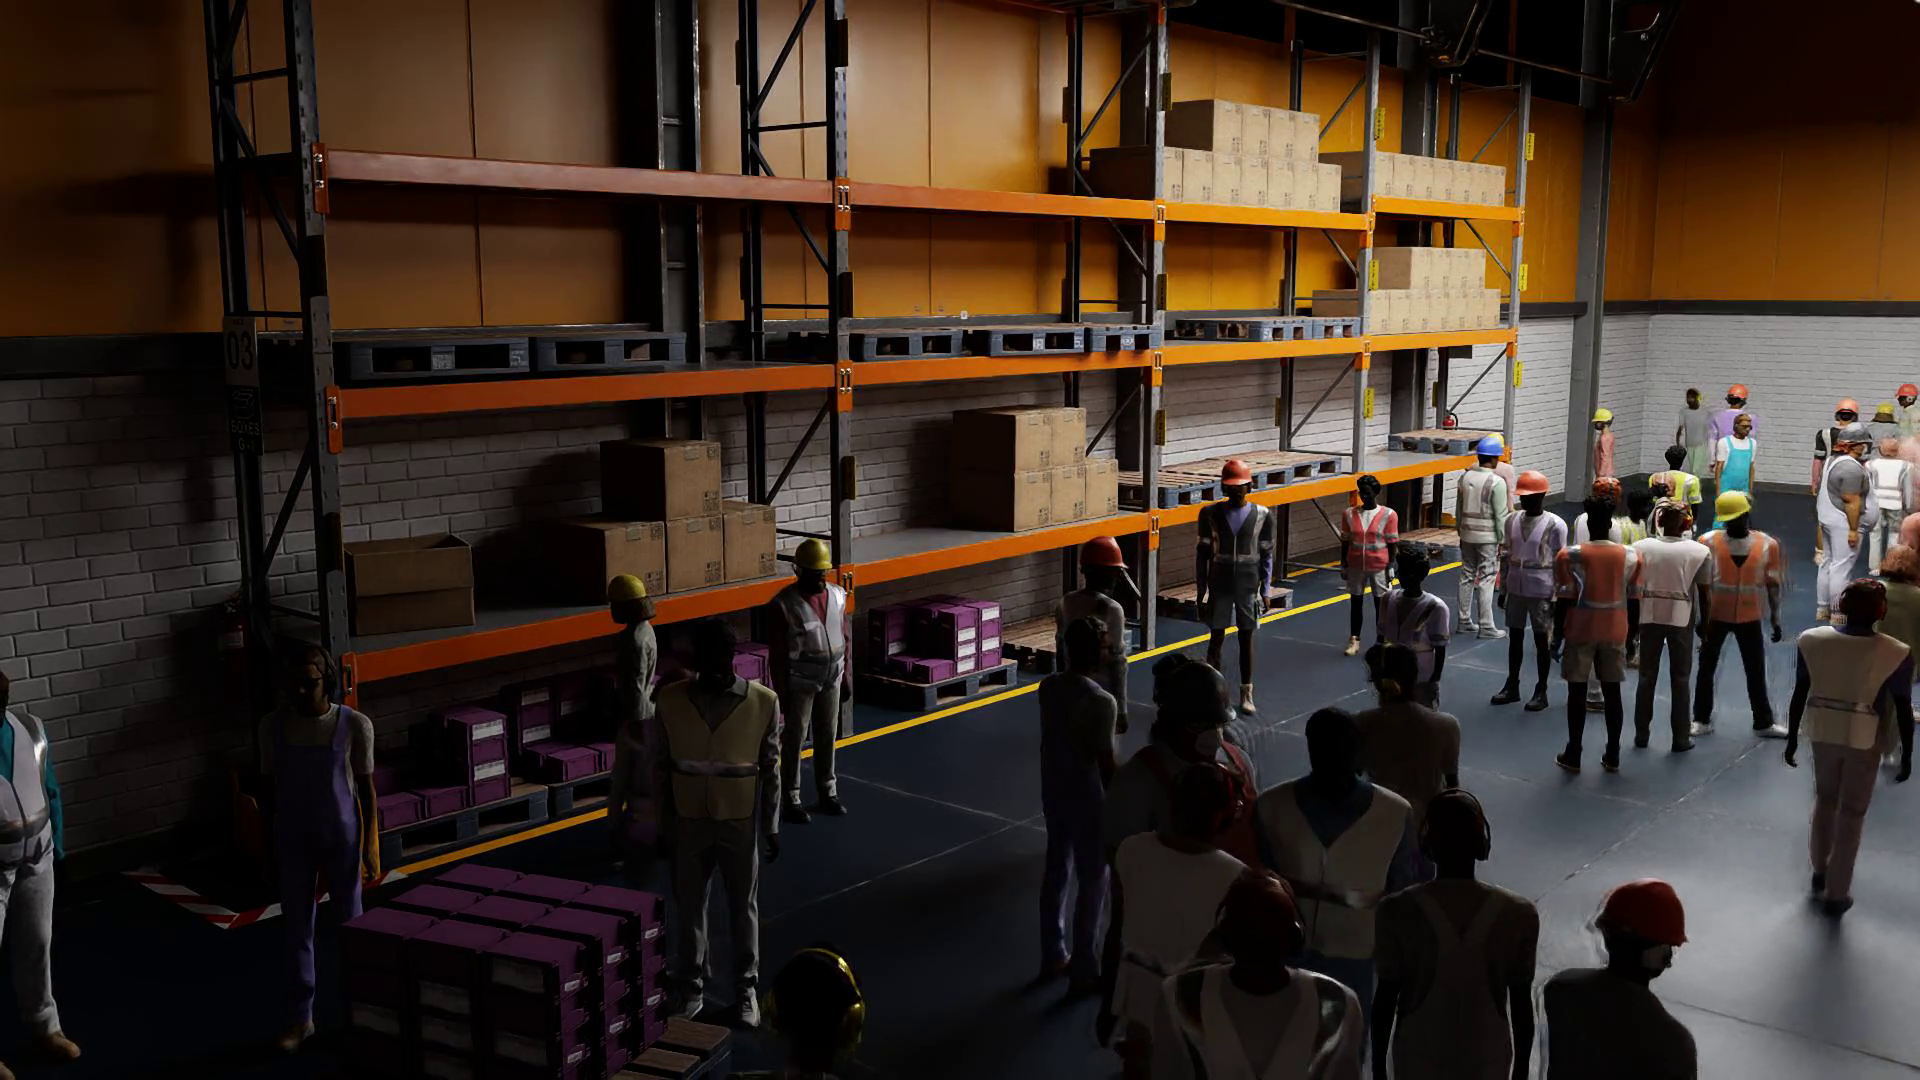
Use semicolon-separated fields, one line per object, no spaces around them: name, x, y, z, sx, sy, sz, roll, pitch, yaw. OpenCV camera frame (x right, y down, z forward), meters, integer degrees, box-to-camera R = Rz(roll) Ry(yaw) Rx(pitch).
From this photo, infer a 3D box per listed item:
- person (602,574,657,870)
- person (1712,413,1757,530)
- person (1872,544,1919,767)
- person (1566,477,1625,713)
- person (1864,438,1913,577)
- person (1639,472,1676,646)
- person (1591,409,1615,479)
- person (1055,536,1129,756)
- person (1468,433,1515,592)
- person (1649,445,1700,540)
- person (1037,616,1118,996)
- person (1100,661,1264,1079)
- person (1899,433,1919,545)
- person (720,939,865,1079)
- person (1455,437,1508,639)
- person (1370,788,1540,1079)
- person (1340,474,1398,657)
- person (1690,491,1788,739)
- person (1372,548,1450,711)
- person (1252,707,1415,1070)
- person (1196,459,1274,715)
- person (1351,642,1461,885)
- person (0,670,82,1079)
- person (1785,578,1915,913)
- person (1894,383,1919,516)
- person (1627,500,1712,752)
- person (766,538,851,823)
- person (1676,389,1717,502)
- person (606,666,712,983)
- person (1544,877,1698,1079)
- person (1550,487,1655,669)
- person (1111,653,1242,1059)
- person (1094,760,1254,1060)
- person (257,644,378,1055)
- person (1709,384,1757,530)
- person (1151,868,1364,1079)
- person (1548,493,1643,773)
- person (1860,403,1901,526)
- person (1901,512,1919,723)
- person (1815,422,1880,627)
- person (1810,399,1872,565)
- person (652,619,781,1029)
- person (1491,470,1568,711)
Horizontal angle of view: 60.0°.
person;-1.916;1.055;9.774;0.324;1.728;0.494;-1;9;-9
person;9.511;-0.644;20.428;0.505;1.830;0.370;-1;9;-6
person;6.448;0.835;11.564;0.517;1.611;0.651;5;10;28
person;5.089;0.435;13.278;0.346;1.882;0.578;-2;9;-10
person;10.743;-0.377;19.329;0.543;1.619;0.443;4;10;22
person;6.612;0.178;15.716;0.309;1.641;0.515;4;10;26
person;8.454;-0.846;21.925;0.328;1.765;0.532;4;10;26
person;0.808;0.934;9.901;0.376;1.932;0.543;-7;11;-37
person;5.878;-0.305;18.425;0.523;1.769;0.322;7;11;37
person;7.615;-0.170;17.777;0.533;1.697;0.318;5;10;31
person;0.569;1.276;8.034;0.348;1.836;0.506;-7;11;-39
person;0.893;1.448;6.237;0.689;2.000;0.539;-6;11;-34
person;11.304;-0.507;19.375;0.655;1.874;0.811;0;9;-1
person;-0.347;1.881;4.047;0.539;1.852;0.385;4;9;22
person;5.038;-0.021;16.016;0.402;1.943;0.617;-4;10;-25
person;1.560;1.695;5.305;0.505;1.838;0.350;1;9;8
person;3.715;0.243;15.153;0.535;1.690;0.319;5;10;30
person;5.889;0.569;12.426;0.819;1.889;0.390;2;9;15
person;2.945;0.891;10.938;0.316;1.696;0.540;-8;12;-42
person;1.318;1.542;6.084;0.638;1.902;0.535;3;9;21
person;2.169;0.372;13.170;0.607;2.044;0.379;1;9;8
person;1.982;1.370;7.442;0.580;1.832;0.824;2;9;15
person;-4.131;1.418;7.125;0.429;1.831;0.635;4;10;26
person;4.881;1.107;9.098;0.607;1.824;0.577;8;12;44
person;13.441;-1.230;23.658;0.396;1.992;0.623;3;9;16
person;5.167;0.627;12.161;0.570;1.843;0.373;5;10;31
person;-0.943;0.885;10.587;0.586;1.824;0.405;-7;11;-39
person;11.346;-1.435;25.631;0.600;1.801;0.988;7;12;40
person;-1.420;1.397;7.950;0.558;1.609;0.381;-5;10;-27
person;1.891;1.826;4.853;0.732;1.714;0.573;-3;9;-19
person;5.773;0.313;14.821;0.542;1.644;0.878;-9;12;-44
person;1.020;1.393;7.407;0.933;1.788;0.547;-7;11;-38
person;0.795;1.640;5.725;0.673;1.810;0.586;-8;12;-41
person;-2.850;1.366;7.396;0.504;1.847;0.344;-1;9;-7
person;10.503;-1.093;22.616;0.394;2.044;0.609;-9;12;-44
person;0.813;1.785;4.659;0.580;1.866;0.671;1;9;7
person;4.432;0.652;11.617;0.613;1.962;0.364;0;9;2
person;12.963;-1.068;23.449;0.491;1.737;0.317;7;11;38
person;7.595;0.428;12.967;0.608;1.995;0.377;-2;9;-15
person;8.875;-0.161;16.614;0.536;2.000;0.678;1;9;9
person;10.603;-0.685;20.041;0.619;2.029;0.410;4;10;26
person;-1.114;1.292;7.658;0.587;1.913;0.391;0;9;-2
person;4.550;0.402;13.315;0.375;1.935;0.551;-8;12;-40
